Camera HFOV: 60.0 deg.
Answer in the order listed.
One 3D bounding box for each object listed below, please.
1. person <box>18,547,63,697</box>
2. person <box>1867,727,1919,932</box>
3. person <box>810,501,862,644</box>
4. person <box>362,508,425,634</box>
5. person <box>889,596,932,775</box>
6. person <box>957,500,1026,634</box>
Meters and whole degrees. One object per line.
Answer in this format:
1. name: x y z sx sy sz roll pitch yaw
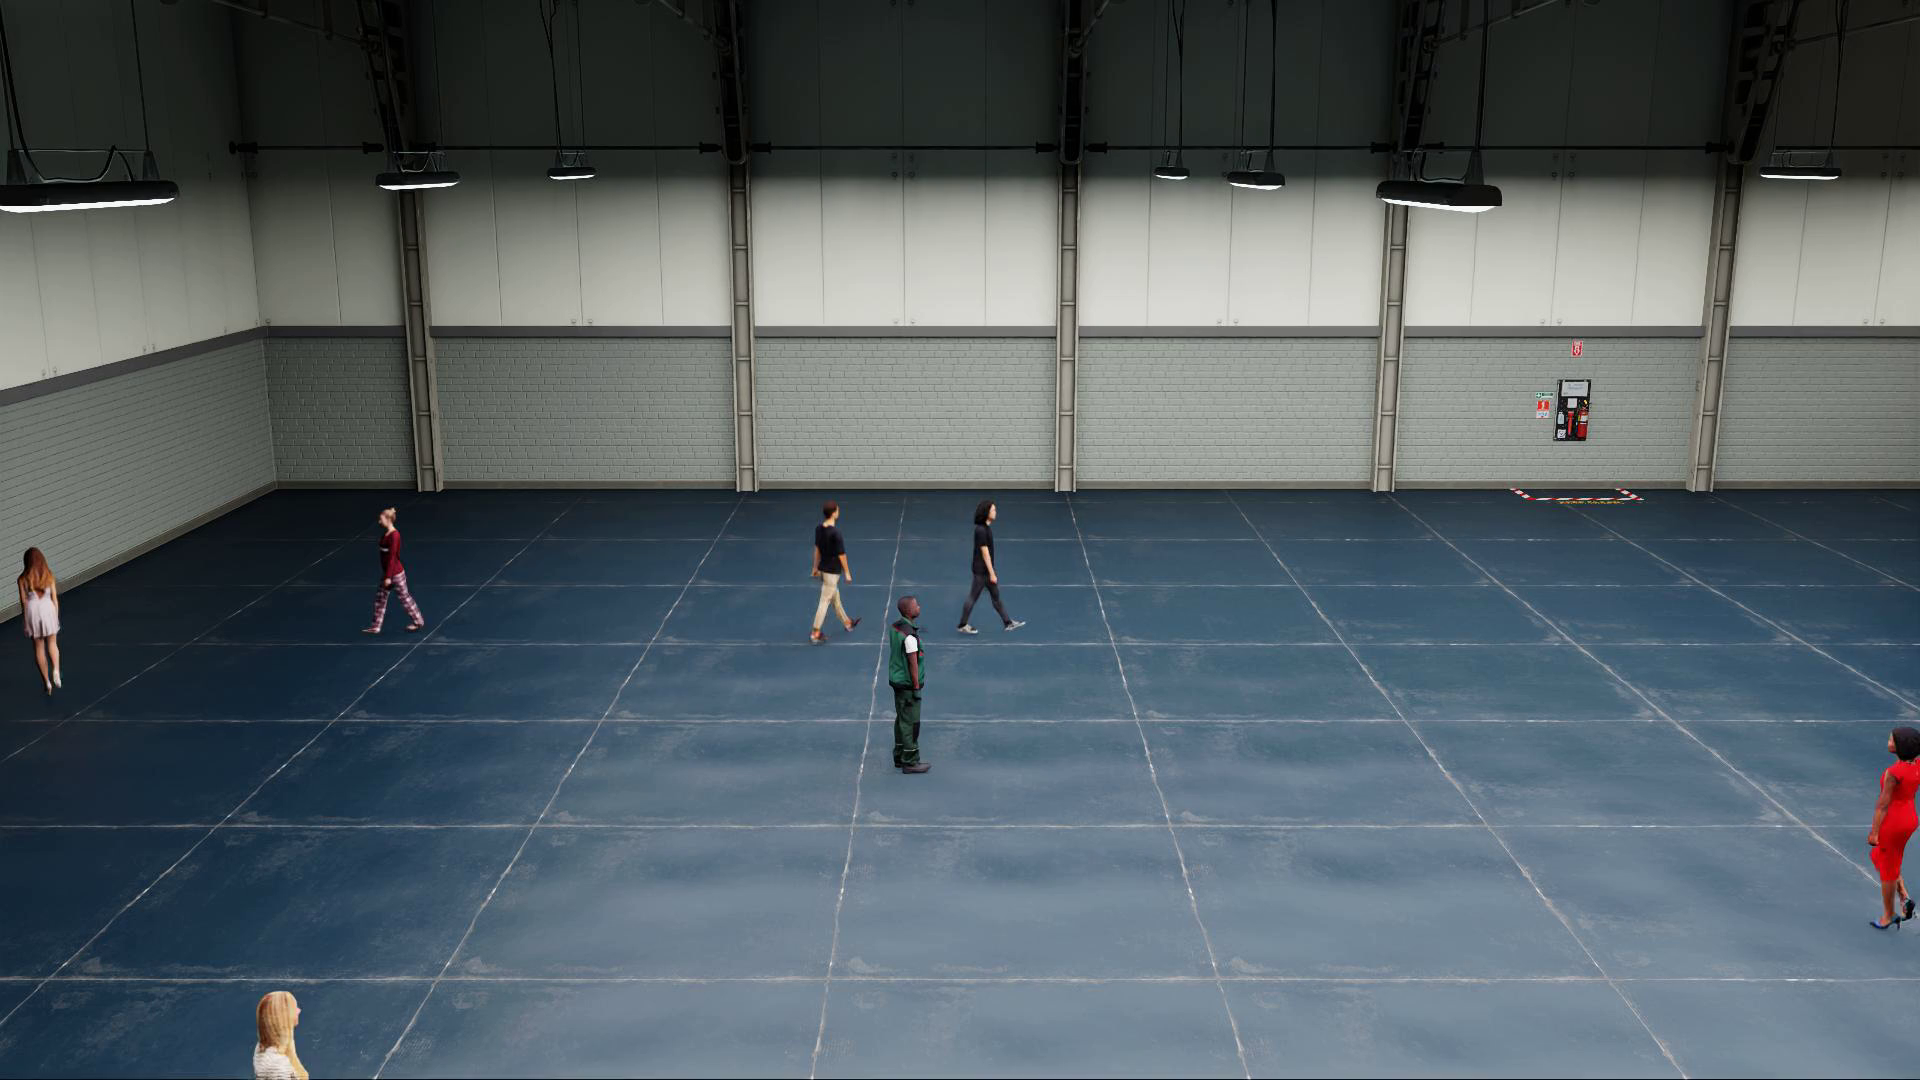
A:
1. person: -10.624 0.974 19.252 0.811 1.758 0.836 -9 16 -35
2. person: 7.603 2.353 13.351 0.739 1.734 0.797 -9 16 -34
3. person: -1.755 0.441 21.412 1.203 1.822 1.082 -10 16 -37
4. person: -7.362 0.430 21.830 1.147 1.654 1.008 -9 16 -34
5. person: -0.541 1.459 16.975 0.751 1.839 0.770 -5 14 -22
6. person: 0.210 0.380 21.741 1.168 1.791 0.774 2 13 8
